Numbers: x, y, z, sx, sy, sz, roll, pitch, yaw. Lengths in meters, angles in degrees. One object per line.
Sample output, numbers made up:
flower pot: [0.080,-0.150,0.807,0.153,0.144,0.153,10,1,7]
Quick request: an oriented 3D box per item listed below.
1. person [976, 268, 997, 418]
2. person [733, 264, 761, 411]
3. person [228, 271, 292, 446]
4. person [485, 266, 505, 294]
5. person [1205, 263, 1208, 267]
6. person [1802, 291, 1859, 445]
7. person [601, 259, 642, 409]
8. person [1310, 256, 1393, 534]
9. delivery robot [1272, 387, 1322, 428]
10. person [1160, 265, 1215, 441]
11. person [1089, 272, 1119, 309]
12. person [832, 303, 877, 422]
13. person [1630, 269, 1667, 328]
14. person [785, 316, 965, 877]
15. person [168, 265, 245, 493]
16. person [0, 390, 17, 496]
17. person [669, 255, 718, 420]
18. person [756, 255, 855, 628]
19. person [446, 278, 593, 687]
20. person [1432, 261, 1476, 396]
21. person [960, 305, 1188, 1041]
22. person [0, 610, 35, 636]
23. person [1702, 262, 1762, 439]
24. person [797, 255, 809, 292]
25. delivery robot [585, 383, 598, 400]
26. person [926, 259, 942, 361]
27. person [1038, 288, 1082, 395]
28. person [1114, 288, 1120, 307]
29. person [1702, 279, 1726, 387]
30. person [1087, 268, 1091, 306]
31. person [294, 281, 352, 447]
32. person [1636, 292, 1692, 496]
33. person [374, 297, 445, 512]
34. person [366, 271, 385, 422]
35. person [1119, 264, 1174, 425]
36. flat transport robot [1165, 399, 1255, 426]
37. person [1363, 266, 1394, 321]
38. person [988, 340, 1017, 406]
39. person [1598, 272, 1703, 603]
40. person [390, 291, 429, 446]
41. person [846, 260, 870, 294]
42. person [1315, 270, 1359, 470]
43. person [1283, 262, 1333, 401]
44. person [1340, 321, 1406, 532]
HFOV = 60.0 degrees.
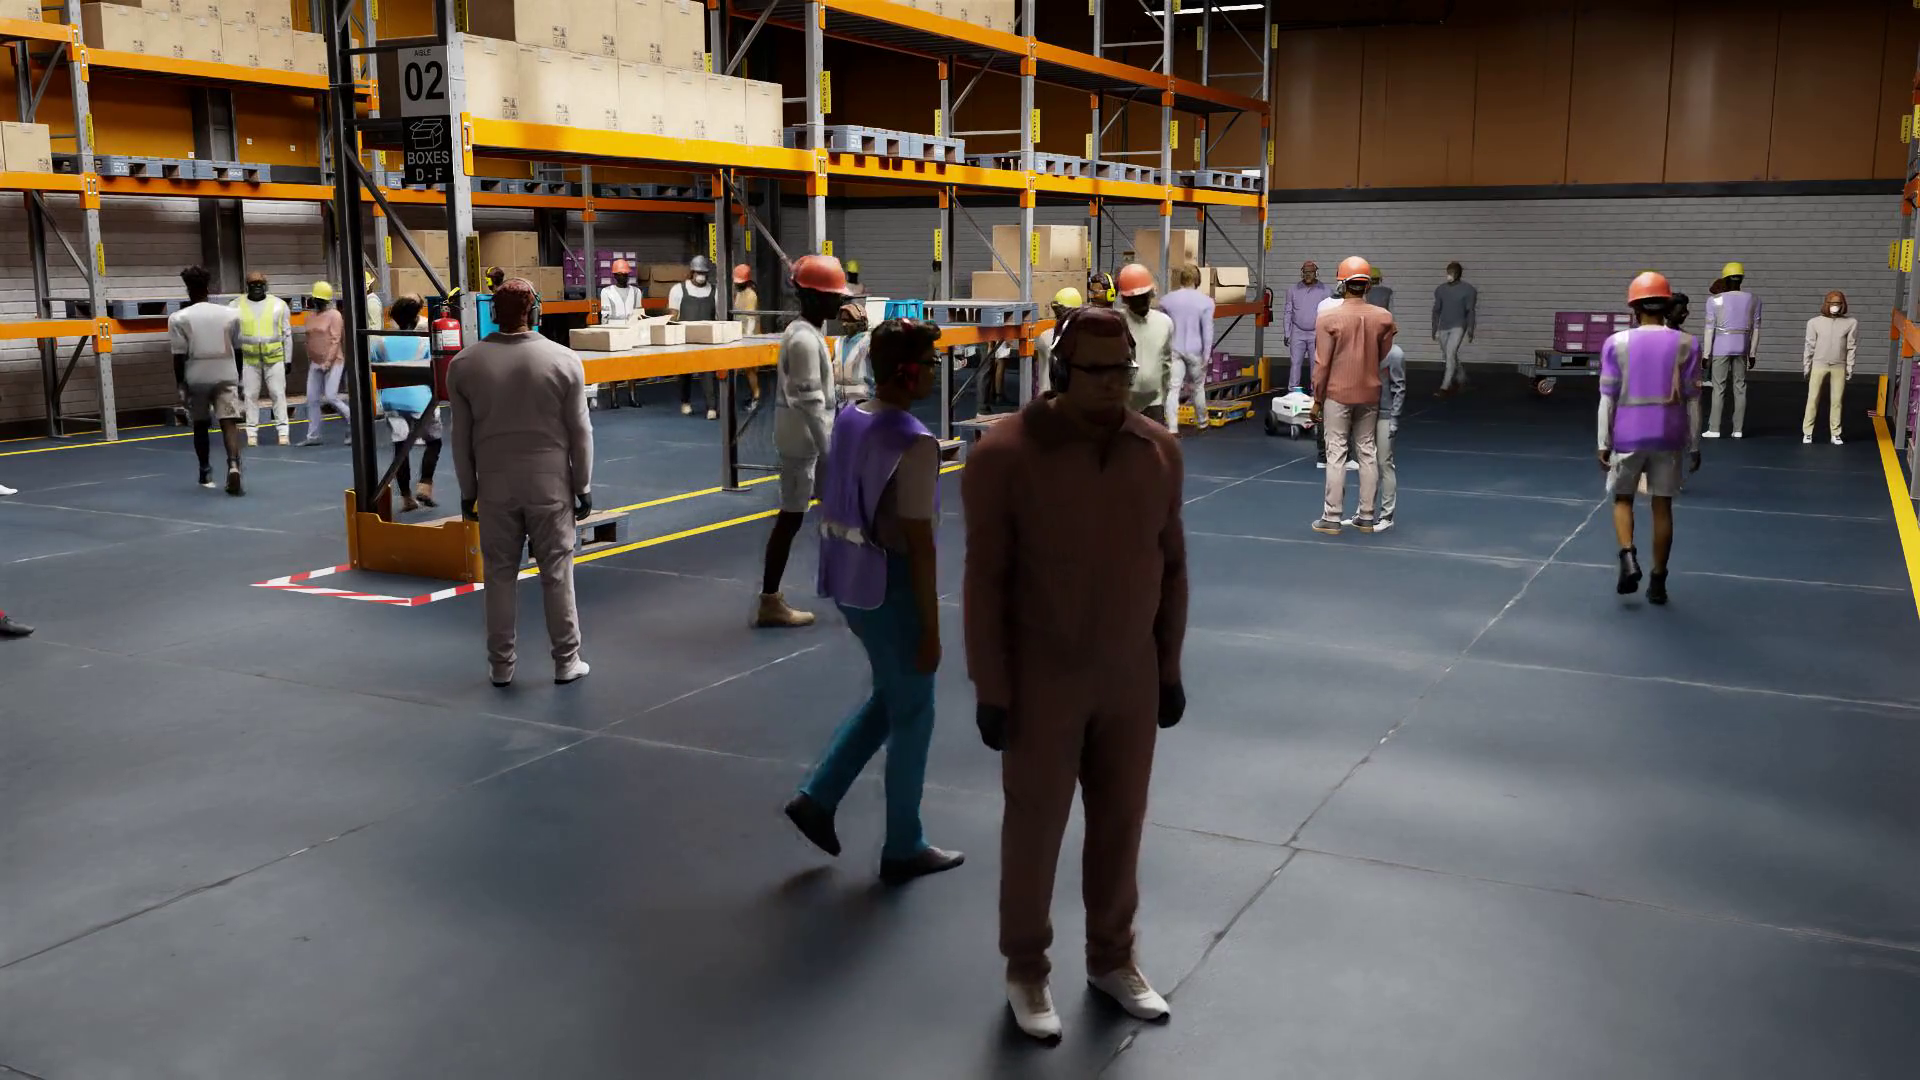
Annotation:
person: [0.345,-2.350,20.048,0.325,1.843,0.517,-1,10,-5]
person: [-2.738,-2.590,21.317,0.494,1.886,0.679,-4,11,-22]
person: [-7.336,-1.891,17.455,0.625,1.833,0.432,-4,11,-21]
person: [-5.349,-2.235,19.324,0.312,1.865,0.535,3,10,16]
person: [3.784,-3.470,26.443,0.348,1.879,0.578,7,12,36]
person: [9.199,-1.817,17.605,0.495,1.626,0.285,3,10,19]
person: [-4.393,-2.682,21.695,0.551,1.937,0.345,-5,11,-26]
person: [2.811,-1.033,11.989,0.614,1.994,0.381,-3,10,-15]
delivery robot: [3.690,-1.436,18.215,0.477,0.478,0.707,-2,10,-11]
person: [2.481,-2.027,18.081,0.635,1.873,1.014,4,11,22]
person: [1.111,-1.141,12.977,0.329,1.872,0.507,-5,11,-27]
person: [-0.804,-1.023,12.985,0.313,1.633,0.516,-9,13,-42]
person: [10.071,-3.030,24.162,0.608,1.770,0.890,-7,12,-35]
person: [-0.255,0.202,5.320,0.480,1.826,0.588,-6,11,-29]
person: [-6.352,-1.362,14.104,0.592,1.928,0.937,-6,11,-31]
person: [-8.216,-1.301,13.794,0.654,1.906,0.408,3,10,16]
person: [-3.230,-2.518,20.454,0.685,2.000,0.821,-2,10,-11]
person: [-0.677,-0.506,8.917,0.956,1.999,0.624,-1,10,-3]
person: [-2.029,-0.261,7.773,0.643,1.908,0.408,-1,10,-6]
person: [7.063,-3.012,23.723,0.925,1.912,0.640,-9,13,-41]
person: [0.325,0.343,4.330,0.653,1.893,0.395,-5,11,-26]
person: [-5.094,-0.297,8.458,0.681,1.747,0.541,-3,10,-16]
person: [8.379,-2.055,18.112,0.586,1.924,0.370,1,10,4]
person: [-2.222,-3.214,24.621,0.623,1.989,0.400,9,14,44]
delivery robot: [-4.972,-1.948,21.175,0.477,0.478,0.707,10,14,44]
person: [-0.392,-4.314,31.146,0.631,1.938,0.362,-9,13,-41]
person: [0.799,-1.048,12.767,0.340,1.760,0.526,-7,12,-36]
person: [2.497,-3.084,24.636,0.368,1.734,0.497,-6,11,-31]
person: [11.468,-3.140,25.250,0.277,1.628,0.502,6,11,31]
person: [1.784,-2.861,23.018,0.625,1.844,0.429,2,10,9]
person: [-6.620,-1.839,17.382,0.549,1.738,0.495,5,11,27]
person: [5.918,-1.218,13.923,0.540,1.695,0.317,-6,11,-31]
person: [-4.300,-1.053,13.014,0.536,1.686,0.366,1,10,3]
person: [-7.099,-2.318,19.918,0.403,1.826,0.589,-6,11,-30]
person: [1.206,-0.929,11.518,0.640,1.939,0.858,-3,10,-16]
flat transport robot: [2.999,-1.532,19.862,0.652,0.197,1.431,5,11,26]
person: [6.299,-3.254,25.355,0.604,1.816,0.495,2,10,13]
person: [0.565,-2.740,22.043,0.378,1.932,0.551,-4,10,-21]
person: [3.996,-0.587,9.635,0.586,1.913,0.489,4,10,19]
person: [-5.730,-1.779,17.366,0.527,1.624,0.430,3,10,15]
person: [-1.726,-3.487,26.495,0.610,1.934,0.627,-2,10,-9]
person: [3.551,-1.609,15.543,0.370,1.916,0.597,-6,11,-30]
person: [4.638,-2.750,22.186,0.652,1.906,0.402,2,10,14]
person: [3.028,-0.879,12.142,0.269,1.632,0.509,-5,11,-26]
